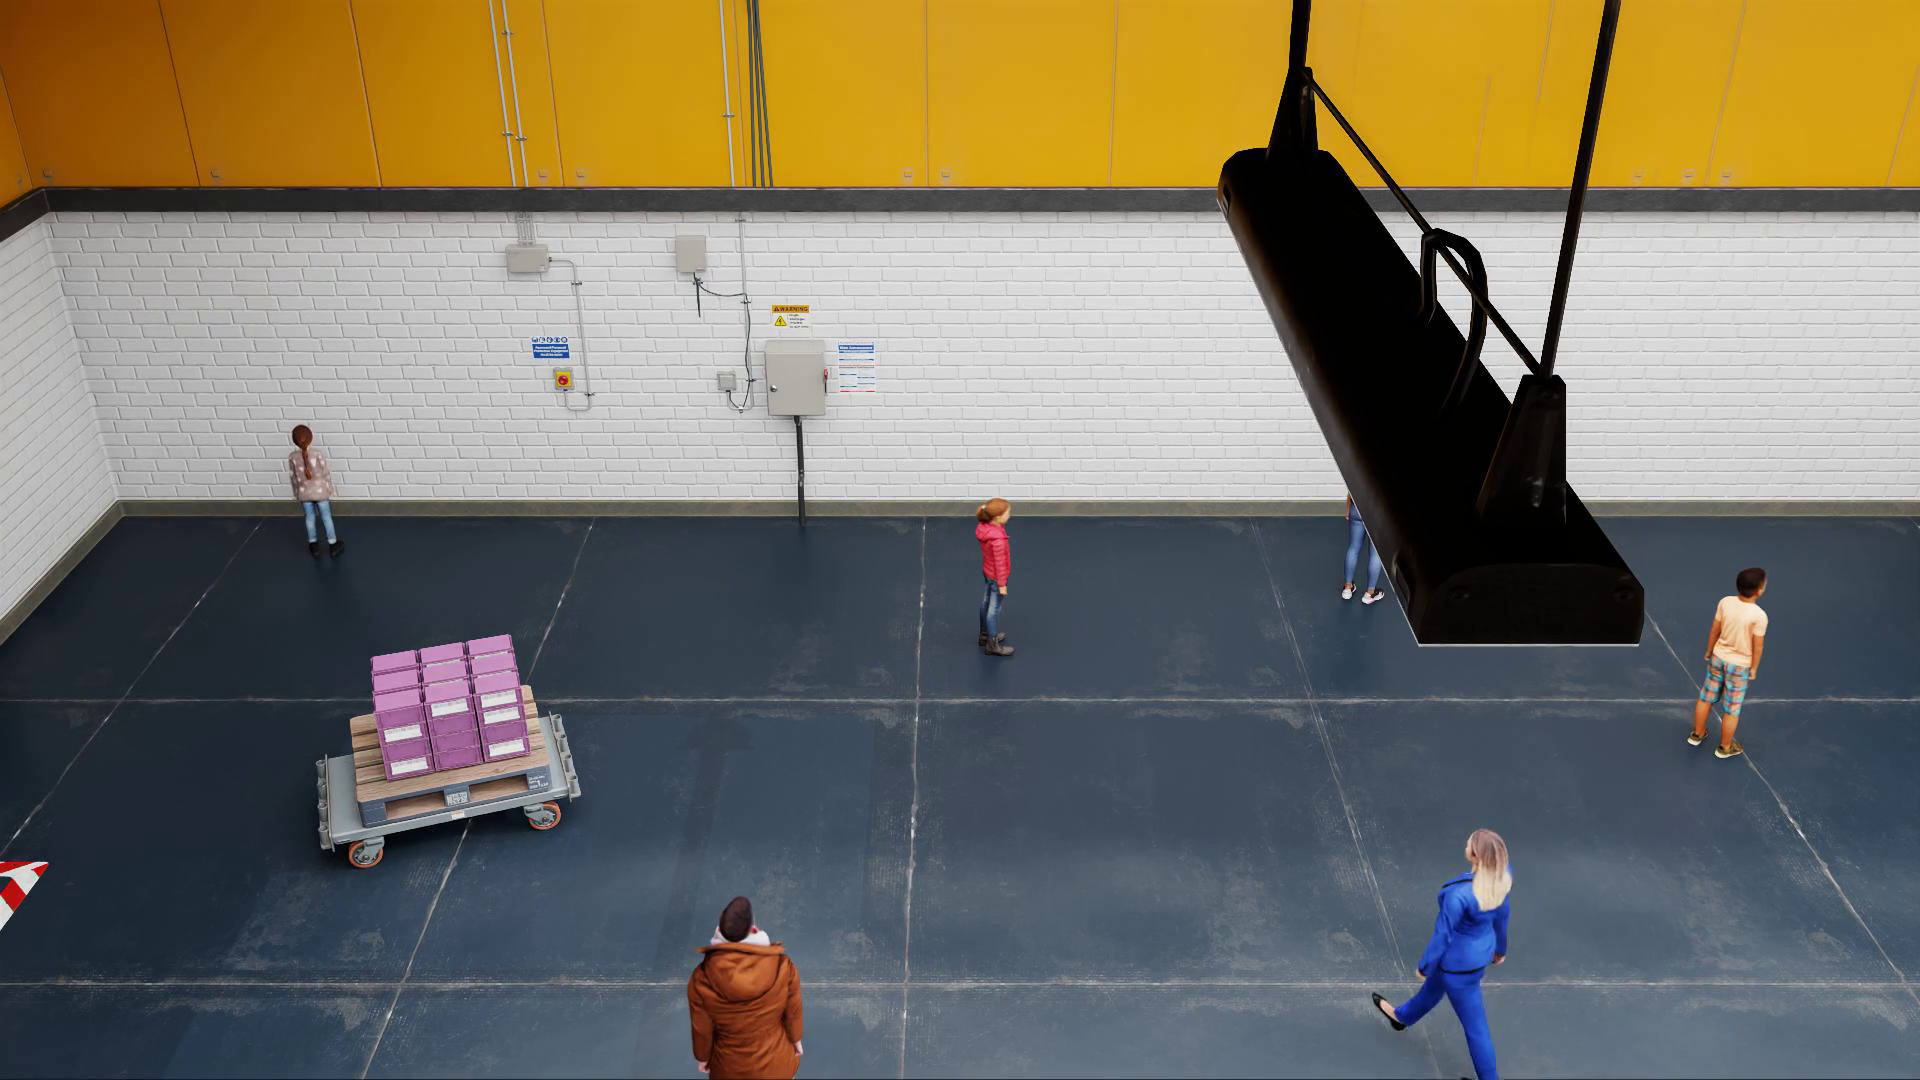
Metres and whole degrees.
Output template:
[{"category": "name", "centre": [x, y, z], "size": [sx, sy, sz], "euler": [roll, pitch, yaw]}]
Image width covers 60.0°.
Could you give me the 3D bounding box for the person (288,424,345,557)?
[{"category": "person", "centre": [-5.556, -0.424, 14.272], "size": [0.499, 1.191, 0.481], "euler": [-3, 29, -5]}]

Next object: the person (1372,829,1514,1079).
[{"category": "person", "centre": [2.747, 2.295, 8.807], "size": [1.104, 1.652, 1.219], "euler": [-22, 35, -34]}]

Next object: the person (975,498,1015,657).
[{"category": "person", "centre": [0.258, 0.272, 12.865], "size": [0.621, 1.315, 0.505], "euler": [-7, 29, -13]}]

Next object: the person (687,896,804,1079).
[{"category": "person", "centre": [-1.026, 2.521, 8.199], "size": [0.772, 1.836, 0.766], "euler": [-6, 29, -11]}]

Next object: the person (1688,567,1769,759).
[{"category": "person", "centre": [5.409, 0.846, 11.661], "size": [0.668, 1.461, 0.588], "euler": [-20, 35, -33]}]
